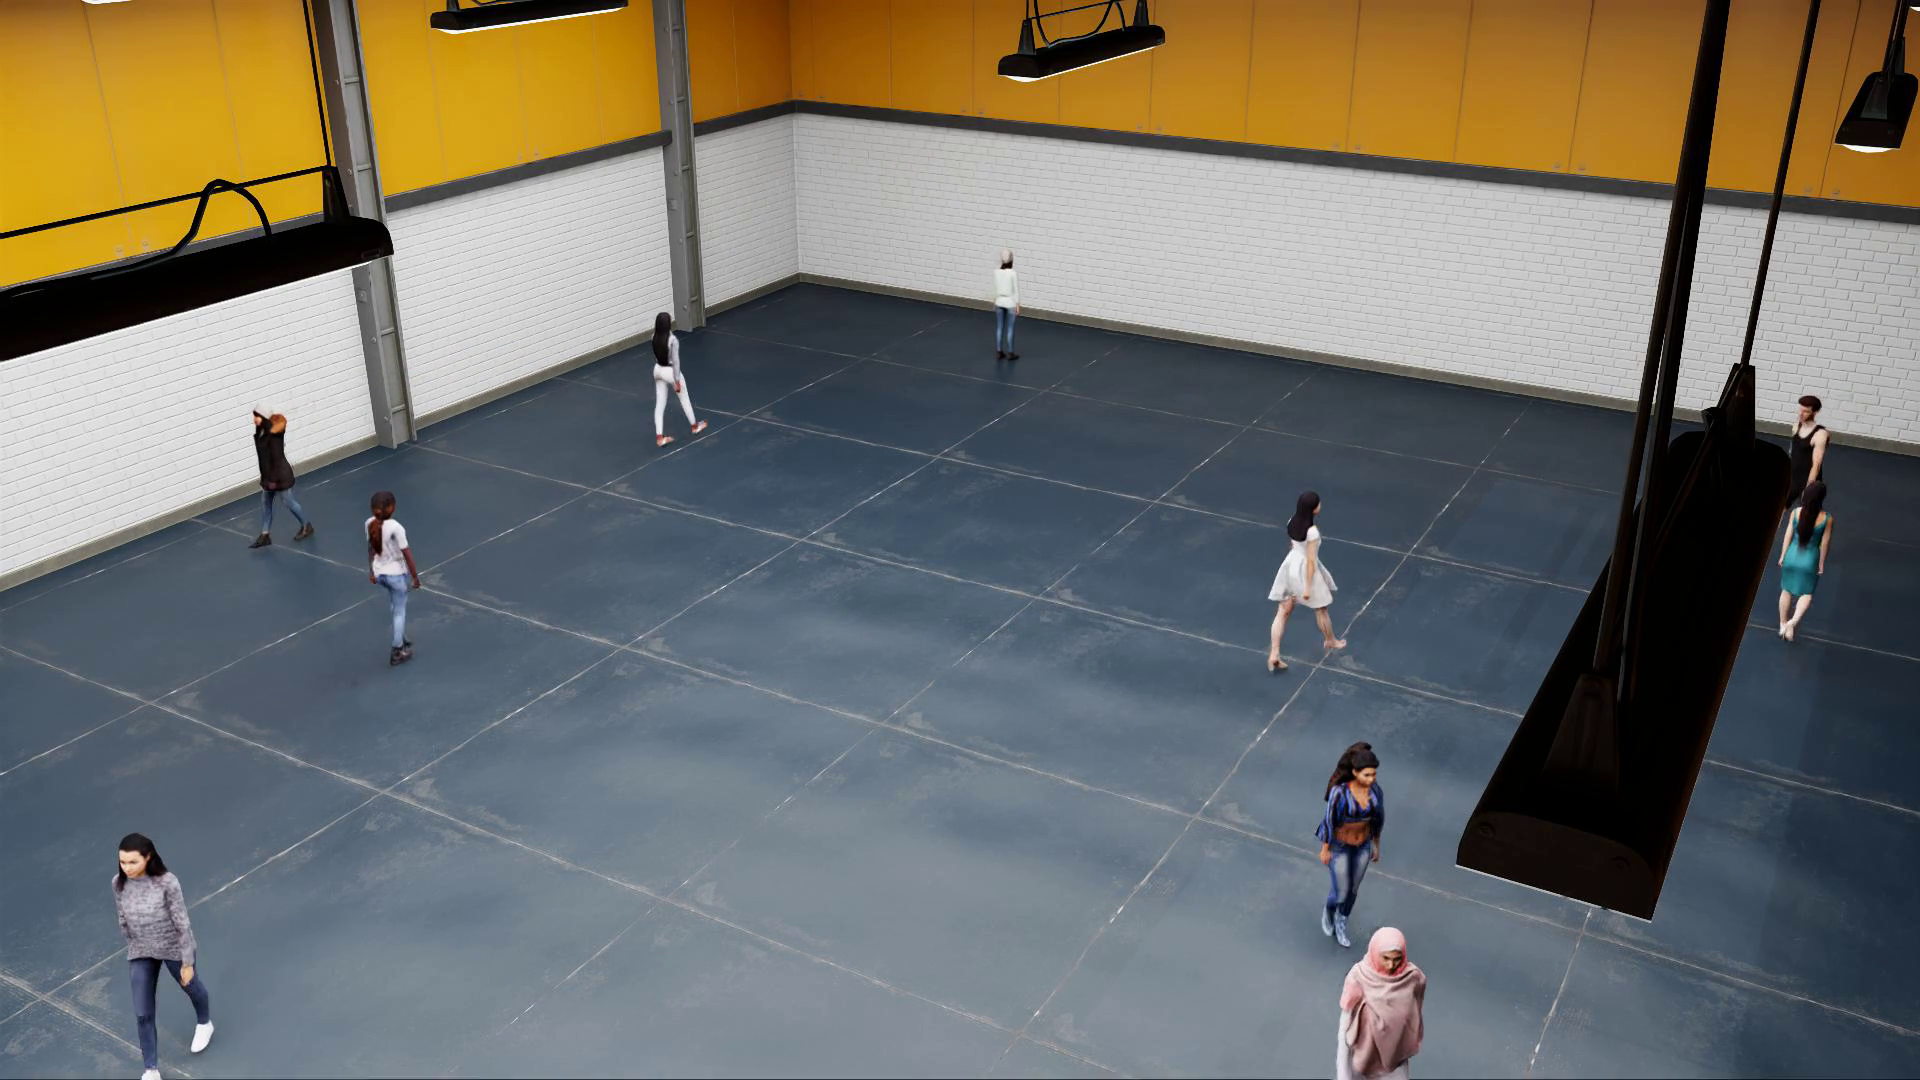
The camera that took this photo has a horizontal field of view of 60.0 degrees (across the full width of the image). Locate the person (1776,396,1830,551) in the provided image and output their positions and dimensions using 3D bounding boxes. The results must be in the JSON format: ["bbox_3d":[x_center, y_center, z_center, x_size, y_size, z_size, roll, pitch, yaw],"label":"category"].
[{"bbox_3d":[9.002,-0.625,17.617,1.279,1.839,1.187,-6,24,-14],"label":"person"}]

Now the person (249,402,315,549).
[{"bbox_3d":[-7.388,-0.715,18.112,0.666,1.606,0.947,17,29,34],"label":"person"}]

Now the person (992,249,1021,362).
[{"bbox_3d":[0.676,-3.449,24.316,0.577,1.647,0.477,12,26,26],"label":"person"}]

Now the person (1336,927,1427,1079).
[{"bbox_3d":[2.347,2.943,9.565,1.031,1.749,1.253,0,24,-1],"label":"person"}]

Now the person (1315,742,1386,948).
[{"bbox_3d":[2.684,2.116,11.633,0.742,1.608,0.806,-7,25,-15],"label":"person"}]

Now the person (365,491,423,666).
[{"bbox_3d":[-5.349,0.374,15.493,0.624,1.709,0.642,11,26,24],"label":"person"}]

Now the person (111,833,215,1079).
[{"bbox_3d":[-5.008,2.546,10.535,0.952,1.700,1.098,-1,24,-2],"label":"person"}]

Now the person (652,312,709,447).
[{"bbox_3d":[-3.740,-2.005,20.953,0.685,1.694,1.062,16,28,32],"label":"person"}]

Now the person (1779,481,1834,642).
[{"bbox_3d":[7.991,0.246,15.825,0.574,1.678,0.748,15,28,30],"label":"person"}]

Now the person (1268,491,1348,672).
[{"bbox_3d":[3.066,0.415,15.368,1.198,1.733,1.025,-11,26,-23],"label":"person"}]
